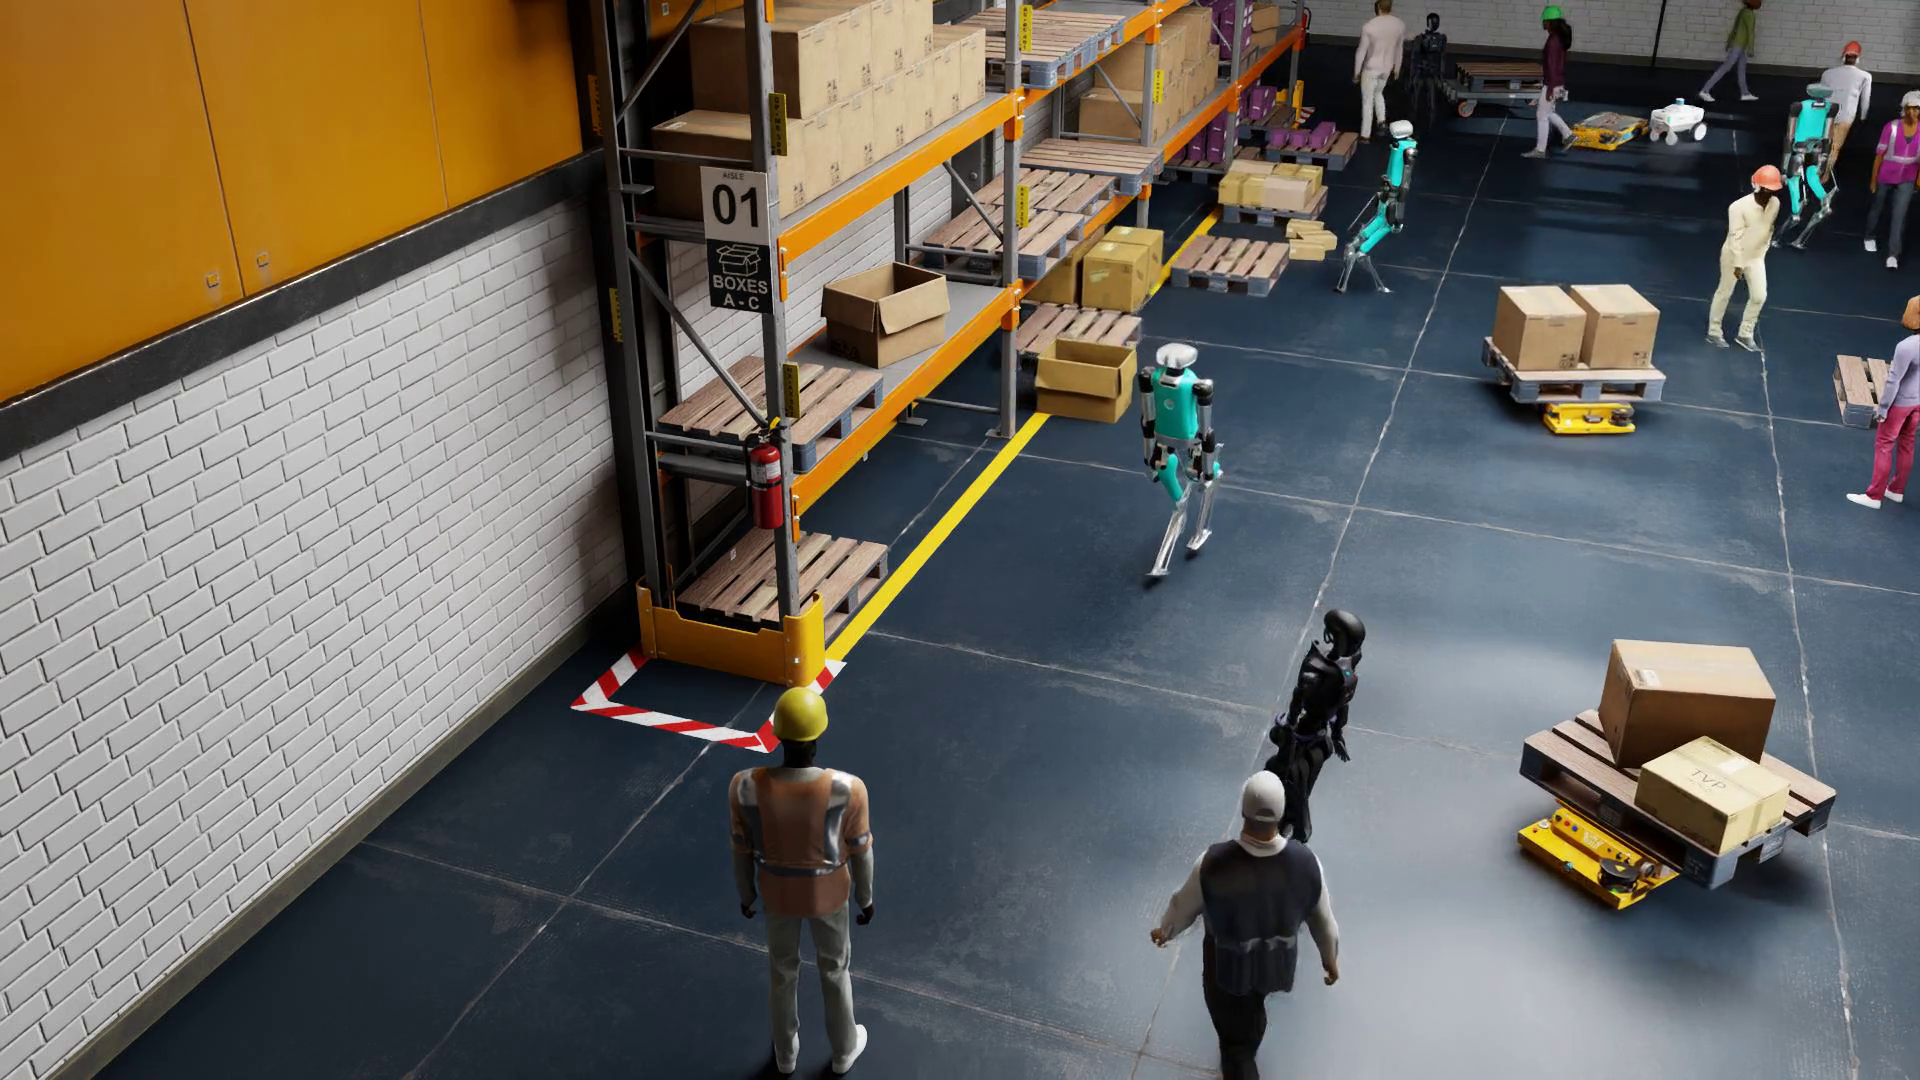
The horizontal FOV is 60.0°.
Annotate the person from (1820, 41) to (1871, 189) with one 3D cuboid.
[{"bbox_3d":[10.696,-5.162,20.177,0.574,1.717,0.830,23,35,37],"label":"person"}]

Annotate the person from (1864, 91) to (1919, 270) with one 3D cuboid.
[{"bbox_3d":[9.861,-3.816,17.490,0.527,1.788,0.978,8,28,15],"label":"person"}]

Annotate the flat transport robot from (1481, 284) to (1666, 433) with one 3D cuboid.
[{"bbox_3d":[5.176,-1.265,14.203,0.659,0.231,1.431,-1,27,-1],"label":"flat transport robot"}]

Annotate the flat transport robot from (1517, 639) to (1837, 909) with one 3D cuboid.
[{"bbox_3d":[3.722,1.485,8.871,1.431,0.231,0.659,-16,31,-28],"label":"flat transport robot"}]

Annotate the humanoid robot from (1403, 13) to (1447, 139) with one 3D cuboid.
[{"bbox_3d":[6.226,-6.208,22.266,0.583,1.647,0.509,-9,29,-17],"label":"humanoid robot"}]

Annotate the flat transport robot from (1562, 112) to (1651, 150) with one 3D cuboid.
[{"bbox_3d":[8.753,-5.527,22.472,0.659,0.231,1.431,21,34,35],"label":"flat transport robot"}]

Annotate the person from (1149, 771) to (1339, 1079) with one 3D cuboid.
[{"bbox_3d":[1.179,1.681,6.893,0.690,1.727,0.694,-6,28,-12],"label":"person"}]

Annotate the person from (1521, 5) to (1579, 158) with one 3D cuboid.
[{"bbox_3d":[7.620,-5.843,21.291,0.663,1.918,0.530,12,30,22],"label":"person"}]

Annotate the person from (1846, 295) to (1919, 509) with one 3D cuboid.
[{"bbox_3d":[6.921,-1.007,12.225,0.500,1.628,0.279,-14,30,-25],"label":"person"}]

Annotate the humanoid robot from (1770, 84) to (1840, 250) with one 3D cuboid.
[{"bbox_3d":[9.080,-3.905,17.707,0.550,1.745,0.878,-3,27,-5],"label":"humanoid robot"}]

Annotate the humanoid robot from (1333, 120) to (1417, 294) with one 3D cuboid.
[{"bbox_3d":[4.031,-3.223,16.482,0.805,1.840,0.565,-3,27,-5],"label":"humanoid robot"}]

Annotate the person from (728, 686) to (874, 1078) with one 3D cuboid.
[{"bbox_3d":[-0.659,1.473,7.087,0.592,1.924,0.379,1,27,3],"label":"person"}]

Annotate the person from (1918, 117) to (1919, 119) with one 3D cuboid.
[{"bbox_3d":[13.035,-6.221,22.111,0.430,1.837,0.621,13,30,24],"label":"person"}]

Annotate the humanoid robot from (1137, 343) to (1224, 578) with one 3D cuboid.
[{"bbox_3d":[1.568,-0.577,11.305,0.544,1.737,1.031,17,32,30],"label":"humanoid robot"}]

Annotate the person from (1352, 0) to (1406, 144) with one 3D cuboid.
[{"bbox_3d":[5.514,-6.216,22.009,0.694,1.918,0.481,-9,29,-17],"label":"person"}]

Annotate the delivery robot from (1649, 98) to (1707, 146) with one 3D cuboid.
[{"bbox_3d":[9.647,-5.631,22.350,0.756,0.585,0.523,-14,30,-25],"label":"delivery robot"}]

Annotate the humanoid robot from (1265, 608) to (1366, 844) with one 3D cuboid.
[{"bbox_3d":[1.700,1.029,8.234,0.479,1.636,0.609,23,35,37],"label":"humanoid robot"}]

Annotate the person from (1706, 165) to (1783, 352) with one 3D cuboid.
[{"bbox_3d":[7.164,-2.538,15.073,0.558,1.727,0.617,-7,28,-13],"label":"person"}]

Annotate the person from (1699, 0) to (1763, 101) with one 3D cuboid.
[{"bbox_3d":[11.368,-7.212,24.303,0.888,1.587,0.522,3,27,7],"label":"person"}]
